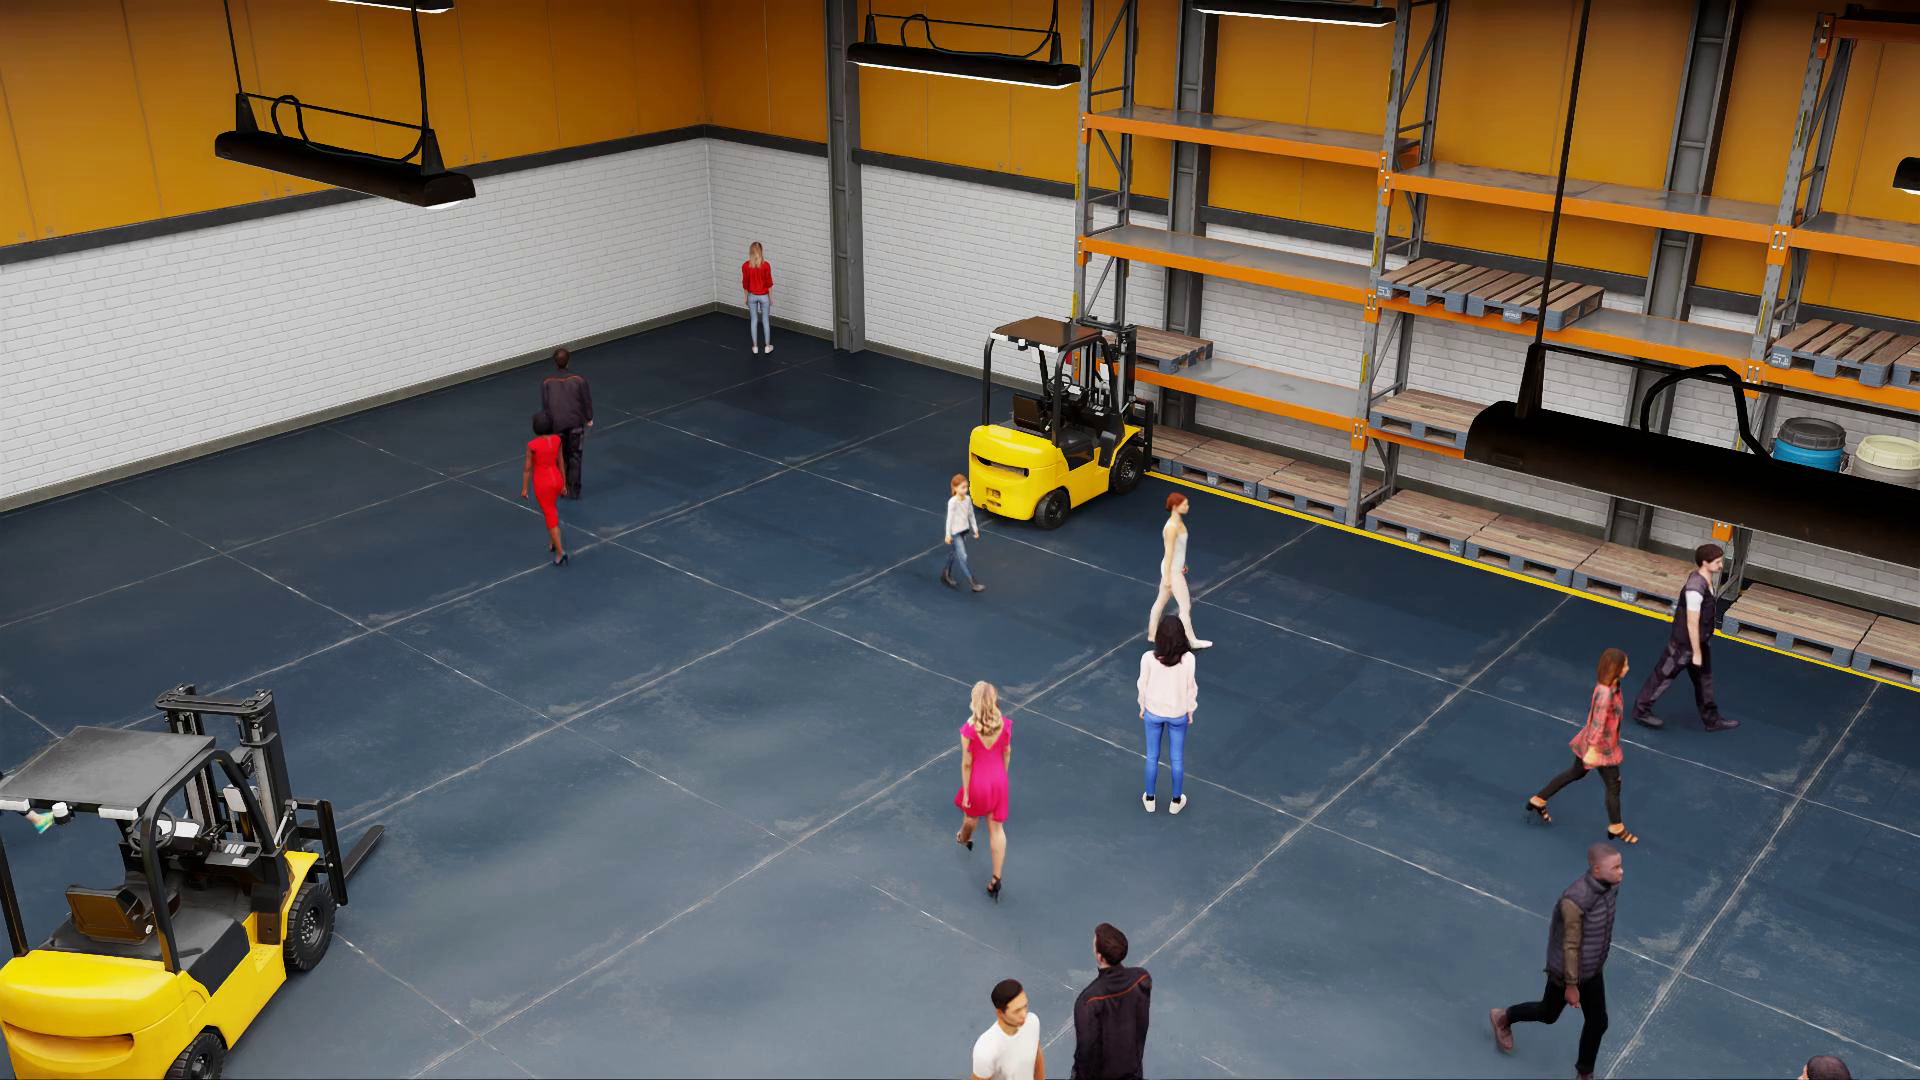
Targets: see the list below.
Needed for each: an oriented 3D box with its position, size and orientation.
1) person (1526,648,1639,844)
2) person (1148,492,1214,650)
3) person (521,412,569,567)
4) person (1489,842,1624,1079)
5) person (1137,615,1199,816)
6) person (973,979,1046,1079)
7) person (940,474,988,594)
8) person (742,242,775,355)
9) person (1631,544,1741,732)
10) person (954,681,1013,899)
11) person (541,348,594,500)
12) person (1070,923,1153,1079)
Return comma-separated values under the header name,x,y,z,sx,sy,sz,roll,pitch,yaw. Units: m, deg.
name,x,y,z,sx,sy,sz,roll,pitch,yaw
person,4.983,1.617,13.211,1.173,1.665,0.834,10,25,21
person,1.997,0.300,16.274,0.971,1.623,0.824,4,24,10
person,-4.412,-0.529,18.041,0.707,1.727,0.579,18,29,35
person,3.839,2.690,10.586,0.923,1.800,1.256,-14,27,-29
person,1.679,1.421,13.533,0.650,1.766,0.782,5,24,11
person,0.206,3.194,9.464,1.078,1.775,0.647,17,29,34
person,-0.058,-0.087,17.577,0.870,1.290,0.492,20,30,38
person,-3.066,-3.685,25.289,0.660,1.705,0.743,0,24,0
person,6.352,0.869,14.742,1.125,1.808,0.741,15,28,31
person,0.226,1.904,12.523,0.936,1.689,1.125,-8,25,-17
person,-4.683,-1.354,19.813,0.937,1.820,0.996,-3,24,-6
person,0.915,3.075,9.600,1.008,1.884,1.254,-11,26,-23
